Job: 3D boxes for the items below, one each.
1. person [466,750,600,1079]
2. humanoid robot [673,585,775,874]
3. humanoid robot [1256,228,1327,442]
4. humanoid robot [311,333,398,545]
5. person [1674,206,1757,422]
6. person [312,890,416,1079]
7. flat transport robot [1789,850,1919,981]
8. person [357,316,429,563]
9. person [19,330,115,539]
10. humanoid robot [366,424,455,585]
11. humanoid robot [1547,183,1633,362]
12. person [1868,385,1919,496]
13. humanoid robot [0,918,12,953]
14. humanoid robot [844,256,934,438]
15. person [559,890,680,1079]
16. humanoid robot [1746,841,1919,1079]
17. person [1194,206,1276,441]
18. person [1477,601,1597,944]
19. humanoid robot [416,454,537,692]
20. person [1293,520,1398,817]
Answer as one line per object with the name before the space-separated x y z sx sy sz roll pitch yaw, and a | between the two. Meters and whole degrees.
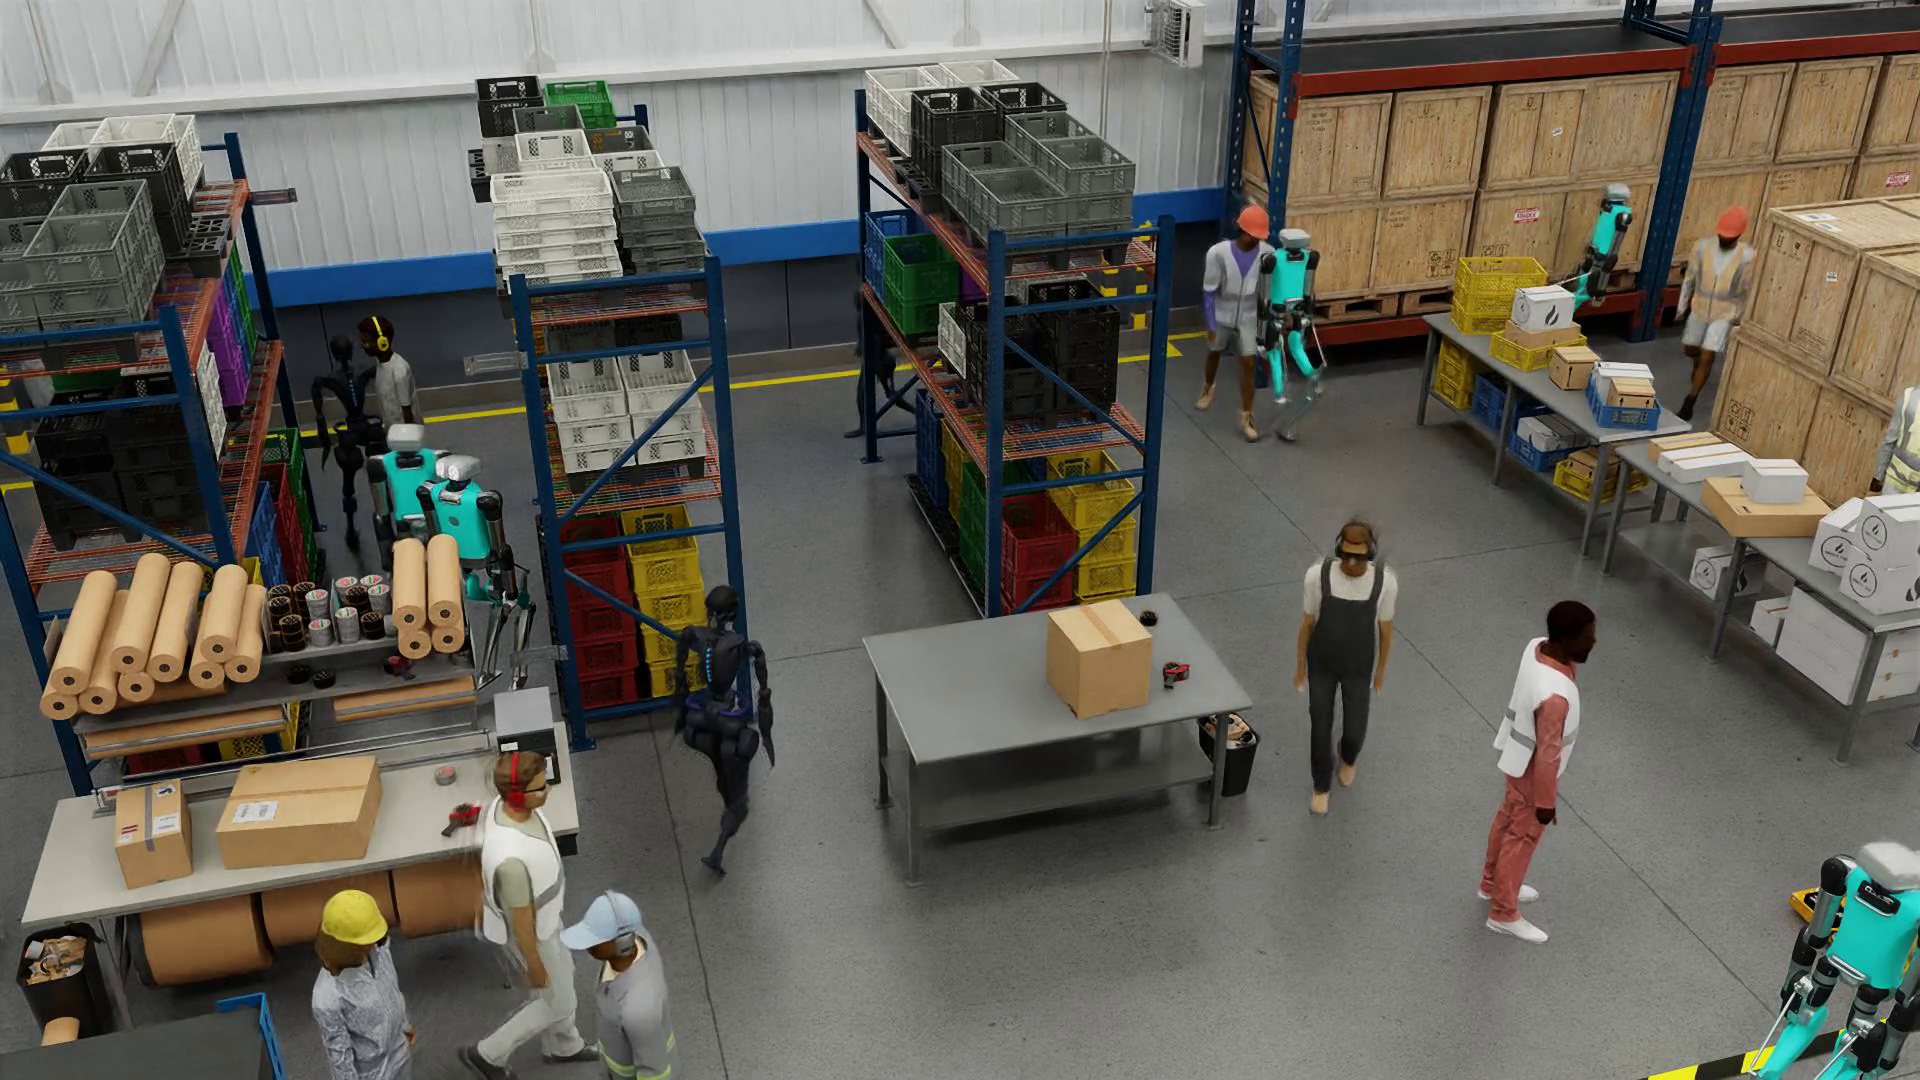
person | -1.938 1.715 7.427 0.541 1.829 0.563 -4 29 -8
humanoid robot | -1.311 1.011 8.889 0.614 1.631 0.689 10 30 17
humanoid robot | 2.747 -1.597 13.540 0.551 1.789 0.731 -12 31 -20
humanoid robot | -4.332 -0.734 12.027 0.608 1.645 0.401 -15 32 -26
person | 6.398 -1.974 14.071 0.568 1.898 0.792 22 36 34
person | -2.366 2.118 6.777 0.321 1.740 0.491 5 29 9
flat transport robot | 5.163 1.916 8.676 1.431 0.231 0.659 -8 30 -14
person | -3.960 -0.720 11.827 0.336 1.858 0.507 -17 33 -29
person | -6.592 -0.887 12.132 0.504 1.859 0.344 13 31 22
humanoid robot | -3.298 0.226 10.248 0.548 1.825 0.724 -7 29 -12
humanoid robot | 5.467 -2.316 14.898 1.003 1.760 0.533 1 29 1
person | 6.479 -0.372 11.205 0.632 1.842 0.429 20 35 32
humanoid robot | -4.967 1.495 8.035 0.544 1.897 0.762 -13 32 -23
humanoid robot | -0.609 -1.610 13.684 0.742 1.636 0.585 -12 31 -20
person | -1.313 2.136 6.630 0.386 1.850 0.598 -9 30 -16
humanoid robot | 3.504 2.019 6.829 0.735 1.673 0.533 -16 33 -27
person | 2.302 -1.873 13.830 0.640 1.963 0.964 1 29 1
person | 2.880 1.145 8.374 0.371 1.915 0.600 4 29 7
humanoid robot | -2.867 0.152 10.221 0.533 1.677 0.735 8 30 14
person | 2.114 0.706 9.248 0.505 1.831 0.428 7 30 13
